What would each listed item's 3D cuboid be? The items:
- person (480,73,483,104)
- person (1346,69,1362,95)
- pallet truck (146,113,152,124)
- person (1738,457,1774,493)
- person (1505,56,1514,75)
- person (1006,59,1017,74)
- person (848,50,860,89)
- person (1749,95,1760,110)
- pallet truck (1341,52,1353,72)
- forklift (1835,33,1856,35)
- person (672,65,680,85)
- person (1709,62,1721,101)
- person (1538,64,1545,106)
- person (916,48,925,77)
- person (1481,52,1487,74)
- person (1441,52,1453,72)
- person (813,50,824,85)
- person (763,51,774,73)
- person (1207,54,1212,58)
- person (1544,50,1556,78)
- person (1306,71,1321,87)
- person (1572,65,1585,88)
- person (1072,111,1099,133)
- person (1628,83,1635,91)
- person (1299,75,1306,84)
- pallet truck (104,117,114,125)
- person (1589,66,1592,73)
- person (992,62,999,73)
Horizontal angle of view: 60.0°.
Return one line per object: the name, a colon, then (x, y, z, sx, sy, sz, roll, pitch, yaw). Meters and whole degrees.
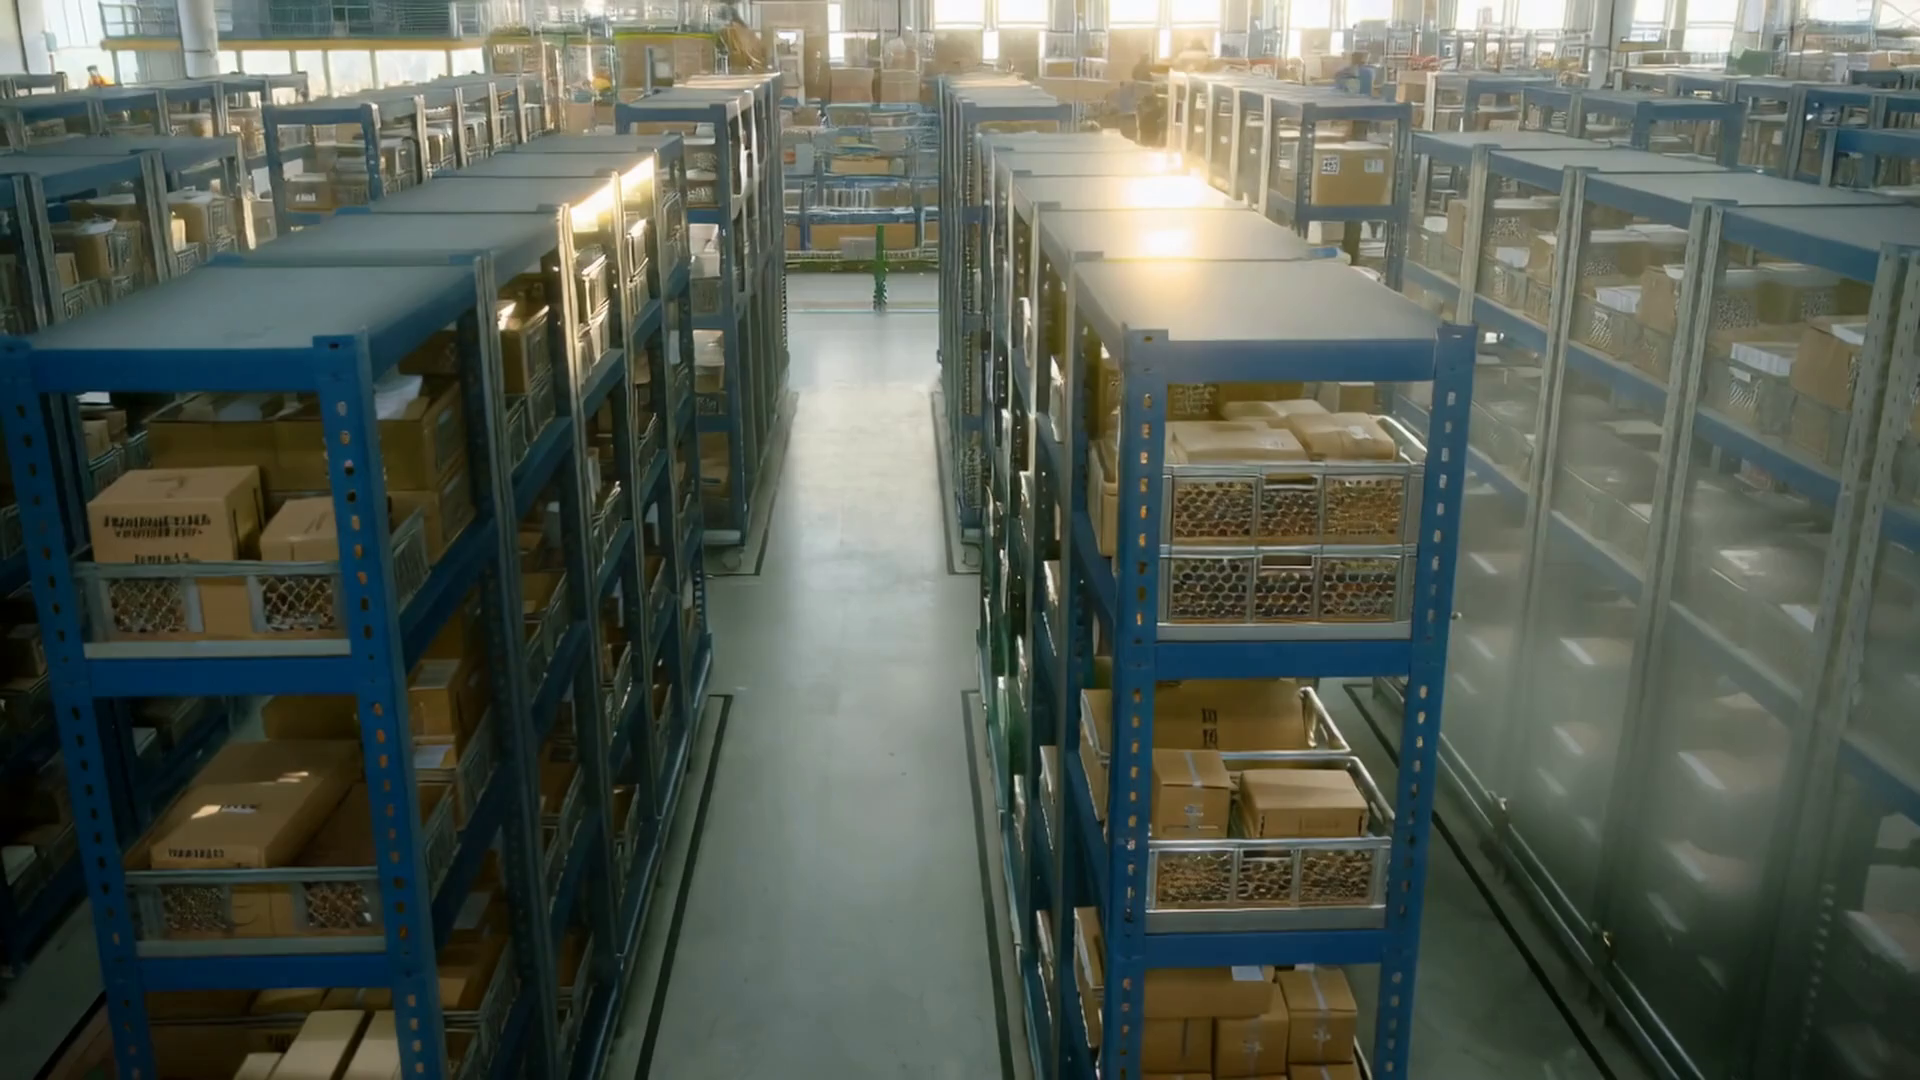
person: (-17.334, -15.995, 60.419, 0.508, 1.846, 0.345, -15, 23, -39)
person: (14.809, -16.685, 62.448, 1.011, 1.912, 0.610, -10, 20, -28)
pallet truck: (-18.087, -8.309, 36.390, 1.885, 1.965, 0.823, -1, 18, -4)
person: (6.078, -0.652, 12.698, 0.392, 1.995, 0.612, 13, 22, 35)
person: (28.764, -24.558, 87.217, 0.863, 1.664, 0.526, -12, 21, -32)
person: (2.325, -20.719, 75.024, 1.051, 1.858, 0.602, -12, 21, -33)
person: (-5.512, -24.411, 86.286, 0.654, 1.946, 0.990, 1, 18, 3)
person: (22.374, -11.723, 47.075, 0.571, 1.920, 0.397, -2, 18, -6)
pallet truck: (18.794, -23.123, 82.231, 0.823, 1.965, 1.885, -13, 22, -35)
forklift: (46.056, -25.071, 86.845, 1.129, 2.768, 1.873, -1, 18, -2)
person: (-11.311, -17.983, 66.453, 0.392, 1.919, 0.591, 0, 18, -1)
person: (32.254, -19.550, 71.387, 1.041, 1.879, 0.730, -9, 20, -26)
person: (24.105, -18.822, 69.152, 0.510, 1.860, 0.333, -17, 24, -42)
person: (-2.127, -25.640, 90.106, 0.402, 1.943, 0.605, 16, 24, 41)
person: (27.071, -24.285, 85.972, 0.655, 1.900, 0.911, -17, 24, -42)
person: (24.679, -23.769, 84.343, 0.587, 1.928, 0.364, 4, 18, 13)
person: (-7.656, -25.700, 90.480, 0.623, 1.835, 0.431, -11, 21, -30)
person: (-9.867, -24.207, 85.682, 0.549, 1.936, 0.376, 3, 18, 10)
person: (12.562, -23.608, 84.062, 0.957, 1.793, 0.638, 1, 18, 4)
person: (31.657, -25.330, 89.251, 1.006, 1.878, 0.587, -16, 24, -41)
person: (13.067, -16.356, 61.457, 0.567, 1.891, 0.907, 5, 19, 15)
person: (25.205, -18.400, 67.826, 0.581, 1.867, 0.566, -6, 19, -19)
person: (2.957, -9.172, 39.281, 0.668, 1.856, 0.985, 1, 18, 3)
person: (23.411, -15.236, 58.446, 0.762, 1.608, 0.519, 13, 22, 36)
person: (12.586, -16.297, 61.507, 0.476, 1.734, 0.550, 1, 18, 3)
pallet truck: (-18.367, -7.885, 35.078, 1.885, 1.965, 0.823, 1, 18, 2)
person: (30.297, -22.212, 79.345, 0.535, 2.000, 0.684, 11, 21, 30)
person: (1.544, -20.747, 75.286, 0.492, 1.742, 0.321, 16, 24, 41)
